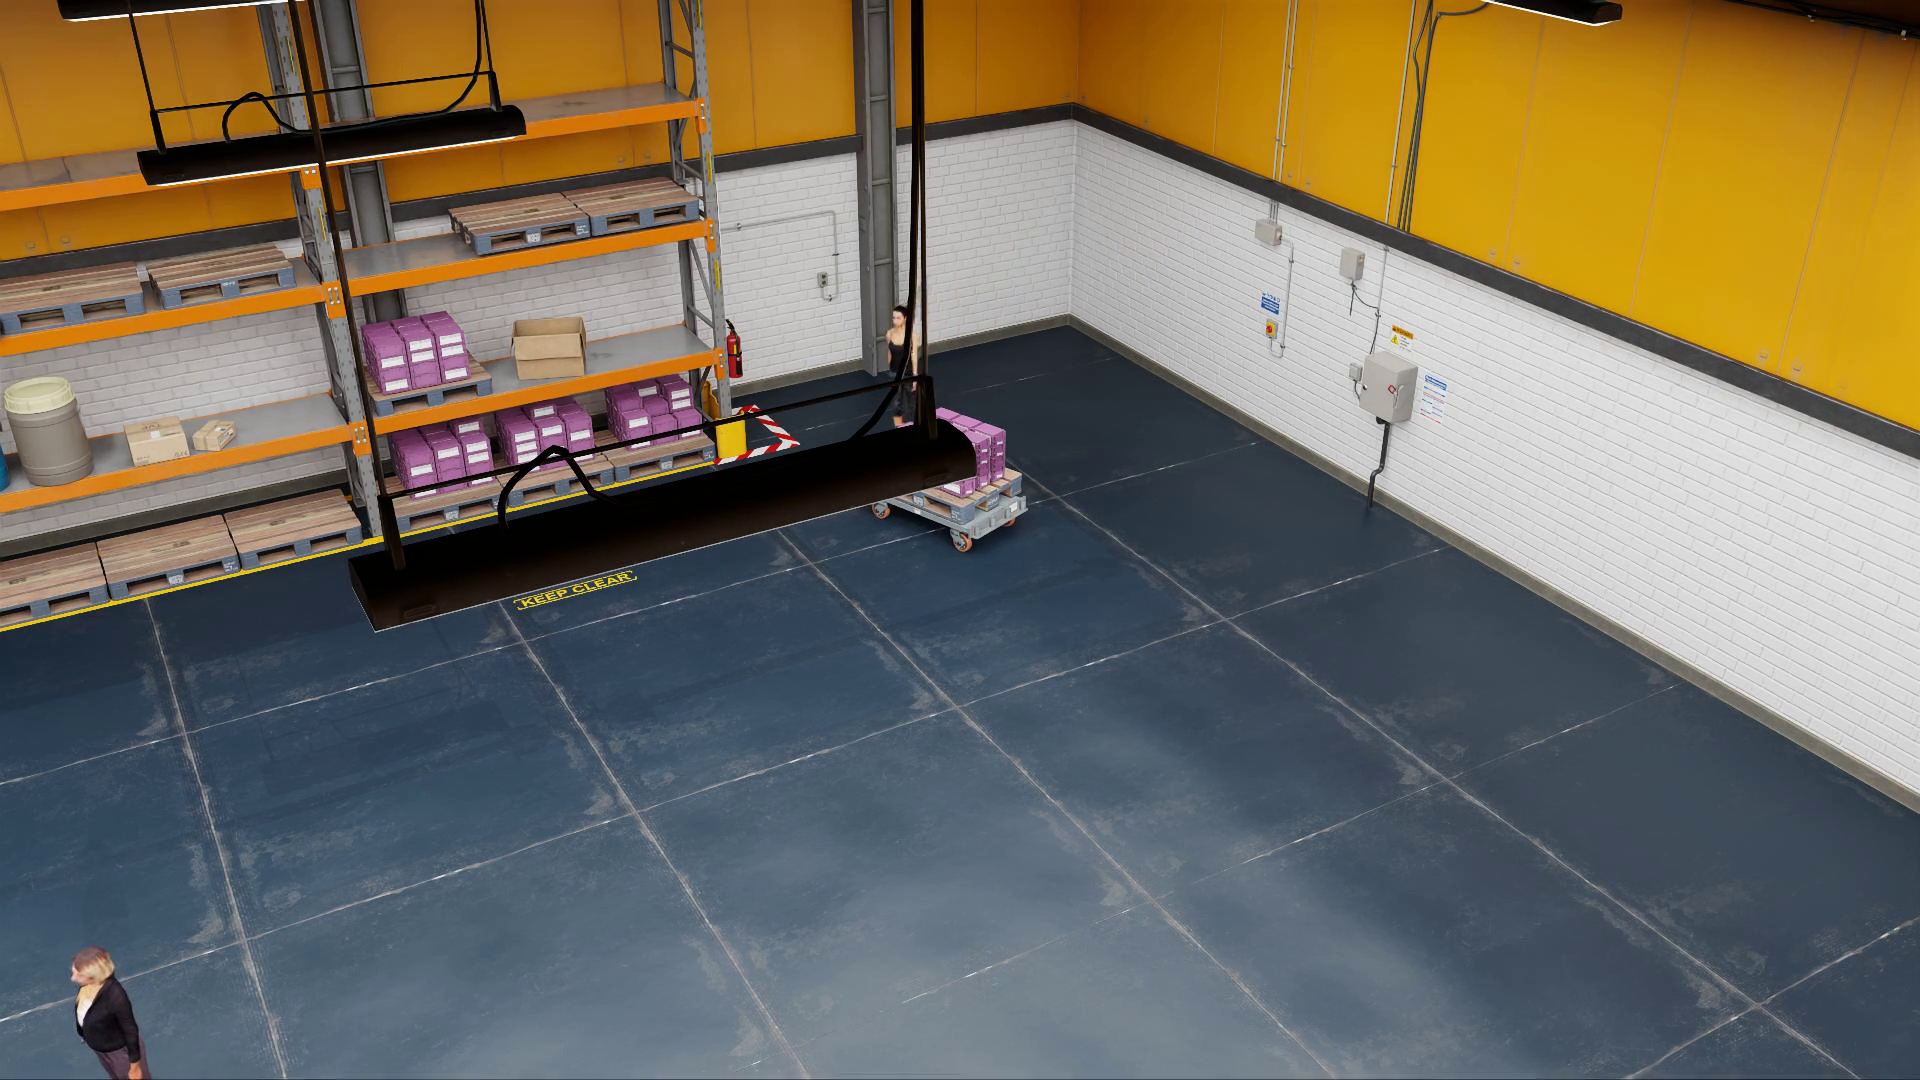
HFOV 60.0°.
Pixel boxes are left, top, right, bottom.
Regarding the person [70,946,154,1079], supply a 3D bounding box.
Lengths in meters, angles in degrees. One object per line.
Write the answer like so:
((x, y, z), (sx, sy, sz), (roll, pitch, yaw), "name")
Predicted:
((-5.064, 3.099, 10.070), (0.671, 1.666, 0.661), (19, 34, 31), "person")

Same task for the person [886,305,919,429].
((-0.602, -1.901, 19.200), (0.975, 1.701, 1.085), (10, 30, 18), "person")
